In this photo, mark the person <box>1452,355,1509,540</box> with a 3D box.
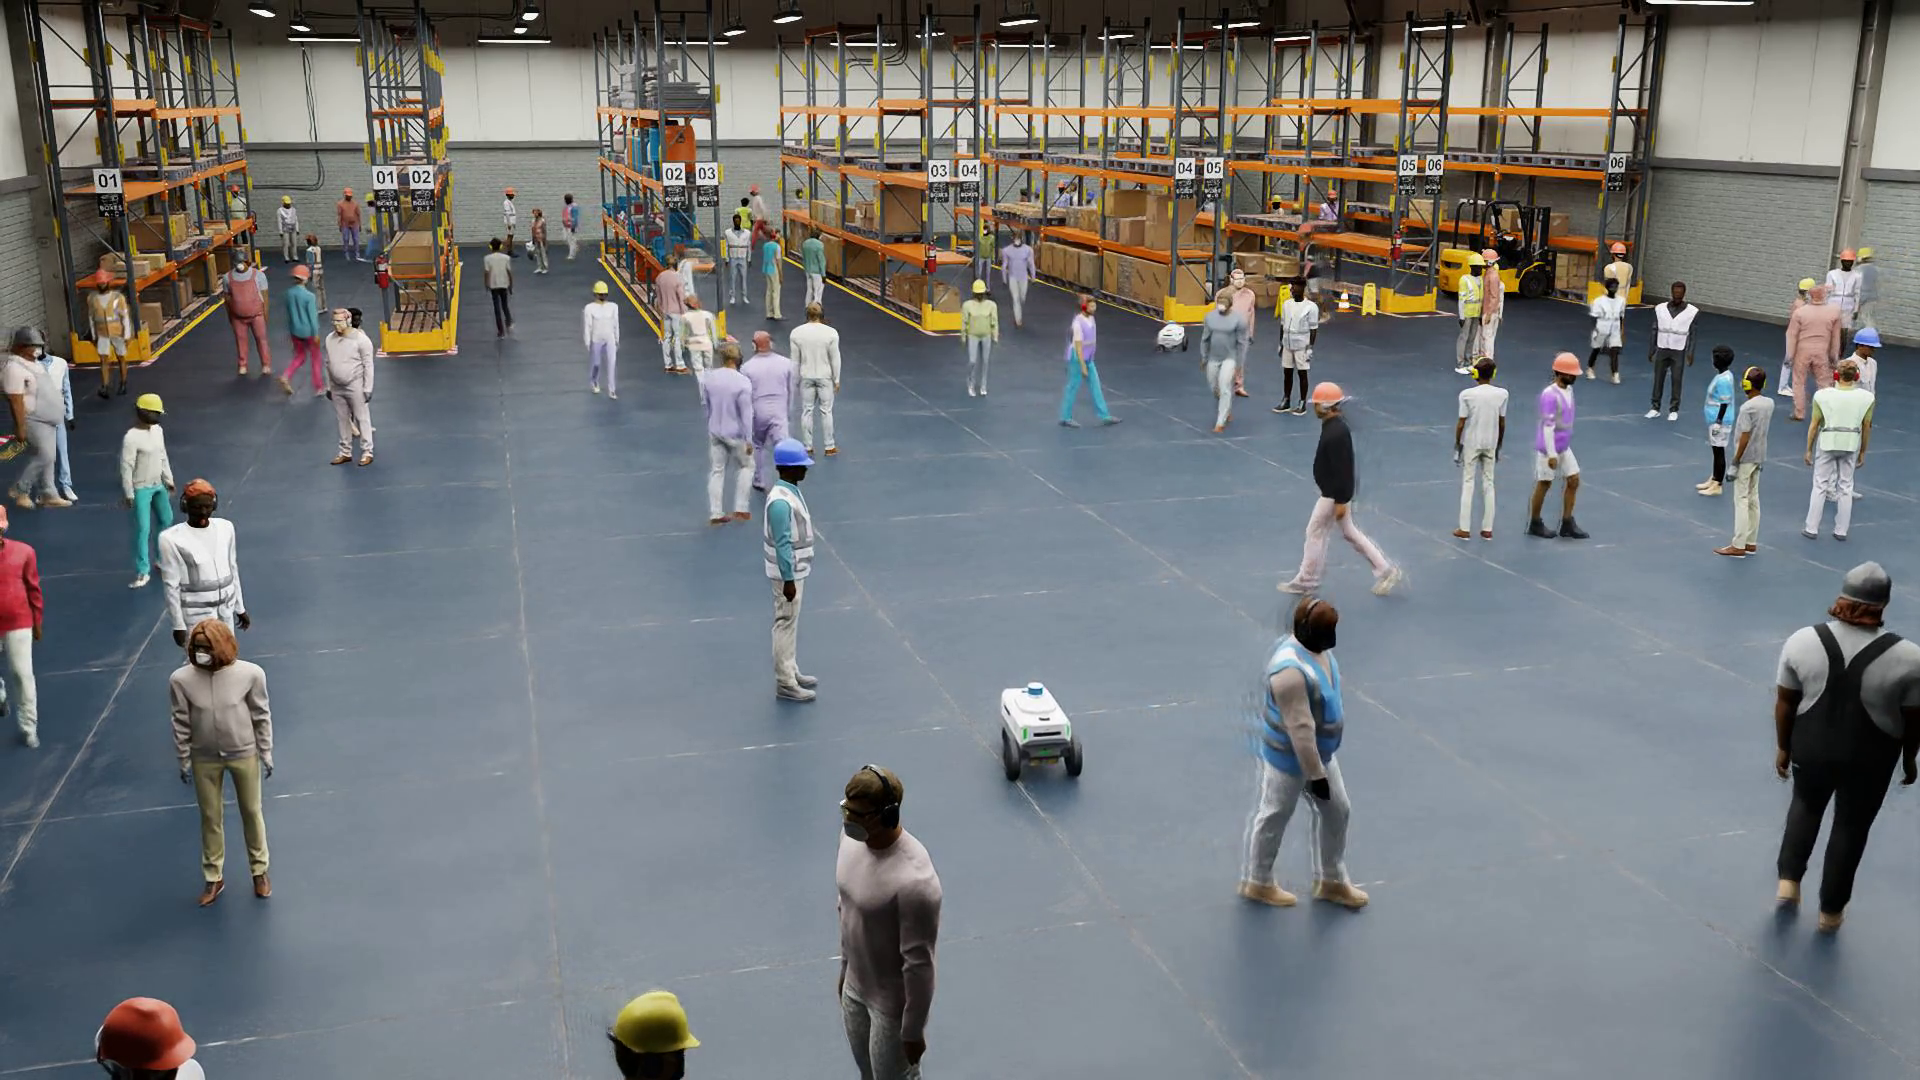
[{"bbox_3d":[5.220,-0.922,16.748,0.502,1.865,0.321,0,15,0],"label":"person"}]

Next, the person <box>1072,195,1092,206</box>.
[{"bbox_3d":[3.554,-9.513,49.155,0.655,1.816,0.544,5,16,19],"label":"person"}]

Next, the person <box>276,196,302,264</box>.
[{"bbox_3d":[-18.072,-8.346,44.776,0.405,1.820,0.598,9,17,31],"label":"person"}]

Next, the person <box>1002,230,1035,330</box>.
[{"bbox_3d":[1.131,-5.088,32.395,0.652,1.898,0.969,-1,15,-3],"label":"person"}]

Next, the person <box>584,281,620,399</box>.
[{"bbox_3d":[-5.358,-3.010,24.842,0.528,1.739,0.808,-7,16,-24],"label":"person"}]

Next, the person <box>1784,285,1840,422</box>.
[{"bbox_3d":[11.777,-2.551,22.891,0.806,1.875,0.462,1,15,5],"label":"person"}]

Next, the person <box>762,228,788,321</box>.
[{"bbox_3d":[-3.739,-5.302,33.272,0.396,1.839,0.564,-11,19,-37],"label":"person"}]

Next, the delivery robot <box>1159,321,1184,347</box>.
[{"bbox_3d":[3.704,-3.599,29.147,0.477,0.478,0.707,4,15,16],"label":"delivery robot"}]

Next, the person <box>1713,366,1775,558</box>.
[{"bbox_3d":[7.621,-0.755,16.120,0.519,1.865,0.326,-11,18,-35],"label":"person"}]

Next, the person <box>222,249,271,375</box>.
[{"bbox_3d":[-11.493,-3.682,26.793,0.676,2.000,0.536,-3,15,-13],"label":"person"}]

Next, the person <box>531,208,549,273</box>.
[{"bbox_3d":[-10.726,-7.633,42.435,0.521,1.636,0.309,11,18,35],"label":"person"}]

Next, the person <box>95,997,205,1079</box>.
[{"bbox_3d":[-2.455,2.209,5.173,0.342,1.748,0.573,3,15,10],"label":"person"}]

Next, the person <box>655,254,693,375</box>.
[{"bbox_3d":[-4.615,-3.641,26.834,0.631,1.939,0.369,11,18,35],"label":"person"}]

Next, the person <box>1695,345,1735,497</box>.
[{"bbox_3d":[8.487,-1.334,18.608,0.322,1.699,0.536,6,16,21],"label":"person"}]

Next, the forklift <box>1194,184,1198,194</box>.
[{"bbox_3d":[7.392,-11.333,53.972,1.873,2.768,1.129,-4,15,-15],"label":"forklift"}]

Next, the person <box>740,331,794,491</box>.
[{"bbox_3d":[-2.129,-1.394,18.537,0.619,1.864,0.961,-4,15,-15],"label":"person"}]

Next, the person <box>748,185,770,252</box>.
[{"bbox_3d":[-5.756,-9.311,48.197,1.065,1.939,0.657,-6,16,-20],"label":"person"}]

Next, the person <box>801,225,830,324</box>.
[{"bbox_3d":[-2.867,-5.249,32.898,0.371,1.933,0.627,-14,20,-41],"label":"person"}]

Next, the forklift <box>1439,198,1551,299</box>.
[{"bbox_3d":[11.913,-6.508,37.130,2.313,2.155,1.214,-4,15,-15],"label":"forklift"}]

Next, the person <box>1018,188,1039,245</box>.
[{"bbox_3d":[1.972,-9.575,49.465,0.910,1.794,0.616,1,15,5],"label":"person"}]

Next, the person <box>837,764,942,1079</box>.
[{"bbox_3d":[-0.295,1.773,6.487,0.367,1.933,0.627,-8,17,-29],"label":"person"}]

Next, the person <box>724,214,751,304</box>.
[{"bbox_3d":[-4.825,-6.109,36.159,0.593,1.920,0.392,-4,15,-16],"label":"person"}]

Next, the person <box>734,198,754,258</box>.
[{"bbox_3d":[-6.057,-8.750,46.593,0.594,1.651,0.694,-1,15,-4],"label":"person"}]

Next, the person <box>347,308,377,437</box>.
[{"bbox_3d":[-7.976,-2.221,21.962,0.319,1.692,0.533,4,15,14],"label":"person"}]

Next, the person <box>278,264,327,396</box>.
[{"bbox_3d":[-9.806,-3.099,24.735,0.625,1.972,0.768,7,16,24],"label":"person"}]

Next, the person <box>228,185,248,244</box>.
[{"bbox_3d":[-20.320,-8.973,46.784,0.609,1.997,0.375,-4,15,-16],"label":"person"}]

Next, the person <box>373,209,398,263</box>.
[{"bbox_3d":[-15.324,-8.301,44.378,0.632,1.925,0.569,0,15,-1],"label":"person"}]

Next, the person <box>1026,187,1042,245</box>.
[{"bbox_3d":[2.162,-9.305,48.277,0.663,1.867,0.984,1,15,2],"label":"person"}]

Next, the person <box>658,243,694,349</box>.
[{"bbox_3d":[-5.047,-4.338,29.619,0.908,1.845,0.612,-7,16,-25],"label":"person"}]

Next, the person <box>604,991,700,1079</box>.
[{"bbox_3d":[-0.906,2.219,5.160,0.439,1.741,0.524,-1,15,-4],"label":"person"}]

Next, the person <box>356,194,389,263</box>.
[{"bbox_3d":[-15.856,-8.401,44.885,0.996,1.862,0.637,-4,15,-14],"label":"person"}]

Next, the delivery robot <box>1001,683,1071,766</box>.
[{"bbox_3d":[0.502,1.197,11.102,0.477,0.478,0.707,-3,15,-10],"label":"delivery robot"}]

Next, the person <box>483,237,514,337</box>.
[{"bbox_3d":[-8.621,-4.705,31.022,0.510,1.852,0.462,-9,17,-30],"label":"person"}]

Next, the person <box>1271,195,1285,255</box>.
[{"bbox_3d":[8.196,-7.950,43.071,0.386,1.925,0.591,0,15,-1],"label":"person"}]

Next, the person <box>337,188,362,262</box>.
[{"bbox_3d":[-16.659,-8.603,45.419,0.615,1.987,0.408,-9,17,-29],"label":"person"}]

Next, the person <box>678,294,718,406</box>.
[{"bbox_3d":[-3.797,-2.756,24.135,0.538,1.604,0.566,-7,16,-24],"label":"person"}]

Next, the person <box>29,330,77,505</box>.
[{"bbox_3d":[-10.074,-1.367,18.310,0.592,1.922,0.392,-11,18,-35],"label":"person"}]

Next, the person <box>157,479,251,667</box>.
[{"bbox_3d":[-5.120,0.508,11.323,0.355,1.886,0.572,8,17,28],"label":"person"}]
